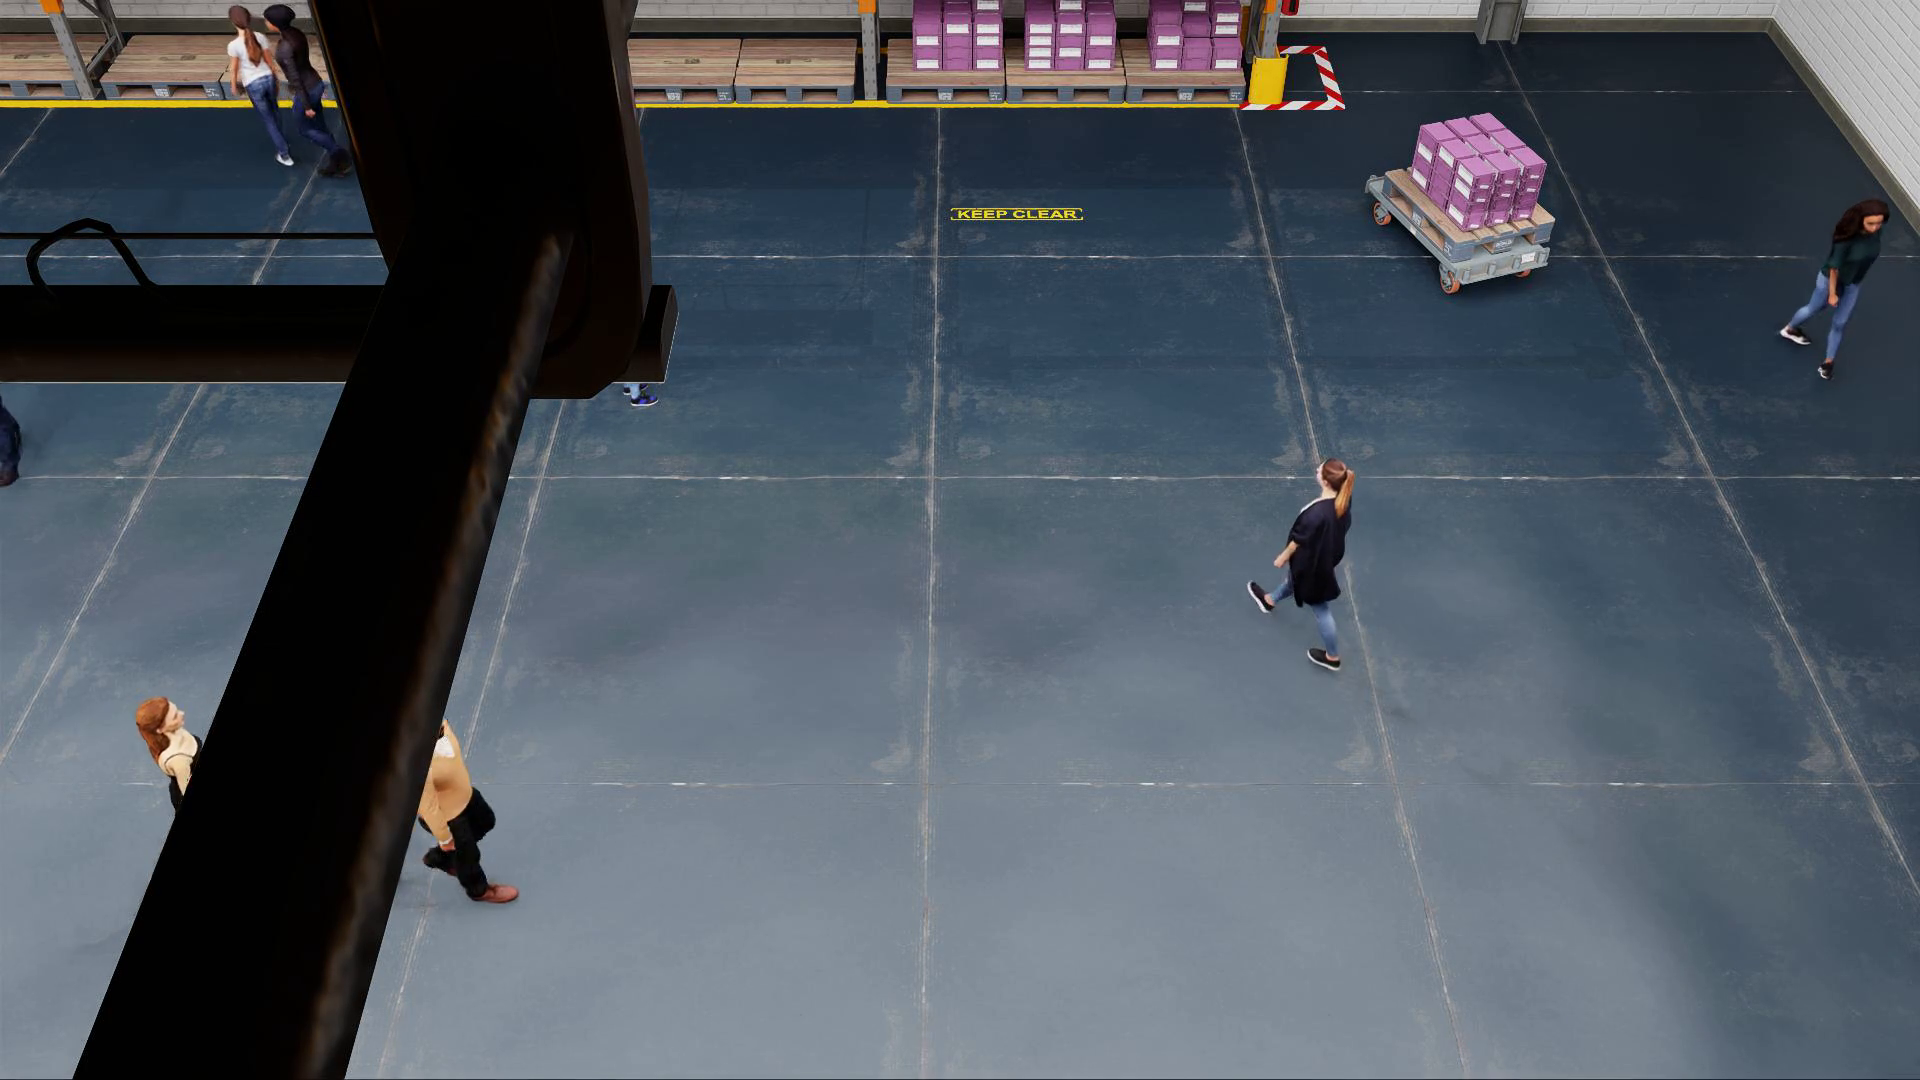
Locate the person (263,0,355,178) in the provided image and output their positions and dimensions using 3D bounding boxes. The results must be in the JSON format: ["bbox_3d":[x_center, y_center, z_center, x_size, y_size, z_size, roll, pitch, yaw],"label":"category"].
[{"bbox_3d":[-5.895,-4.113,15.328,0.708,1.731,0.619,-1,44,-1],"label":"person"}]

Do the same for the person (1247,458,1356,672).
[{"bbox_3d":[2.396,0.204,10.864,1.153,1.637,1.085,34,53,30],"label":"person"}]

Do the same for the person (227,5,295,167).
[{"bbox_3d":[-6.540,-4.241,15.598,0.937,1.544,0.866,33,53,30],"label":"person"}]

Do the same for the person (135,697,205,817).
[{"bbox_3d":[-4.451,1.514,9.534,1.174,1.575,0.958,-22,48,-21],"label":"person"}]

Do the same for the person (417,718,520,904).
[{"bbox_3d":[-2.963,1.499,9.426,0.764,1.747,0.661,0,44,0],"label":"person"}]

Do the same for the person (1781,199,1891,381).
[{"bbox_3d":[7.028,-2.111,13.345,0.959,1.567,0.788,-14,45,-14],"label":"person"}]
